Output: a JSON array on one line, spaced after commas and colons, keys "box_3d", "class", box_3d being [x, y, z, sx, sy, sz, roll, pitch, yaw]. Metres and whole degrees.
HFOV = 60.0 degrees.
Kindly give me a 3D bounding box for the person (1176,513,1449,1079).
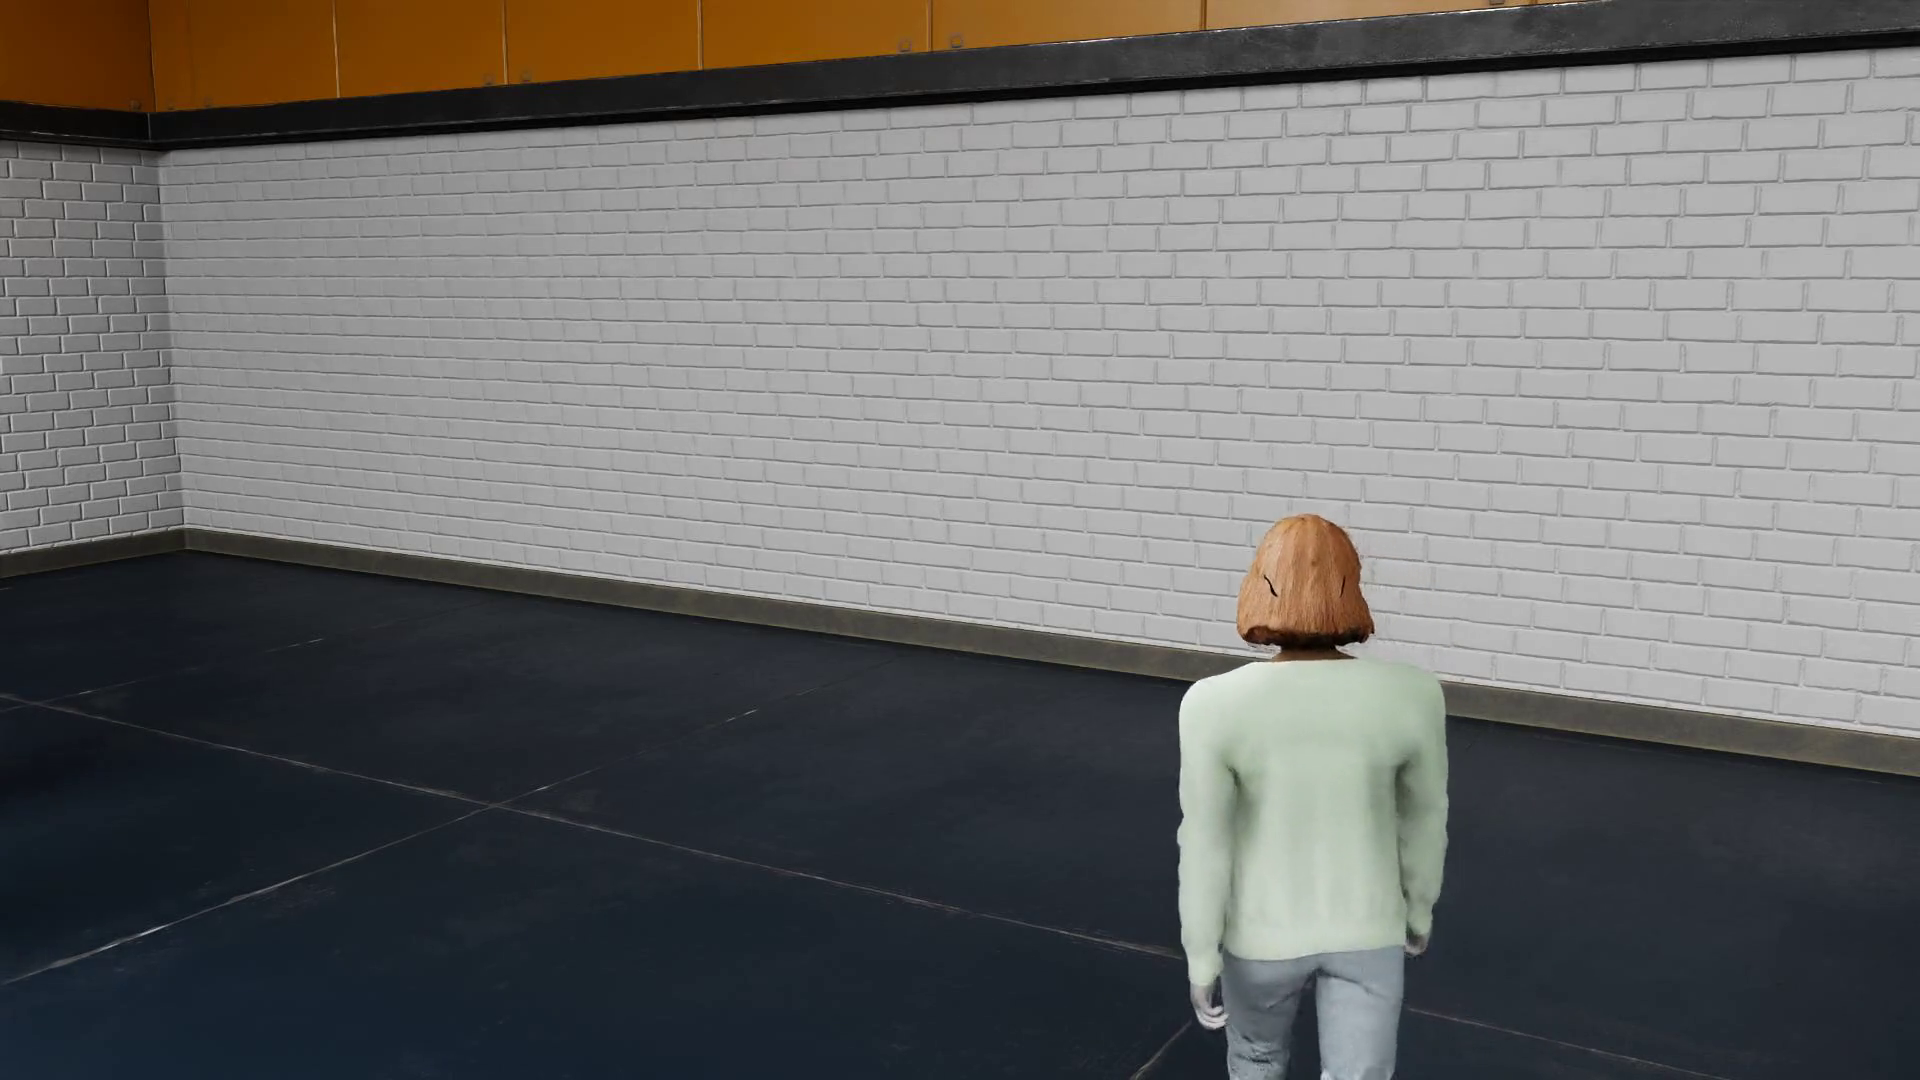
[{"box_3d": [0.657, 0.744, 3.109, 0.507, 1.585, 0.894, 1, 9, 7], "class": "person"}]
